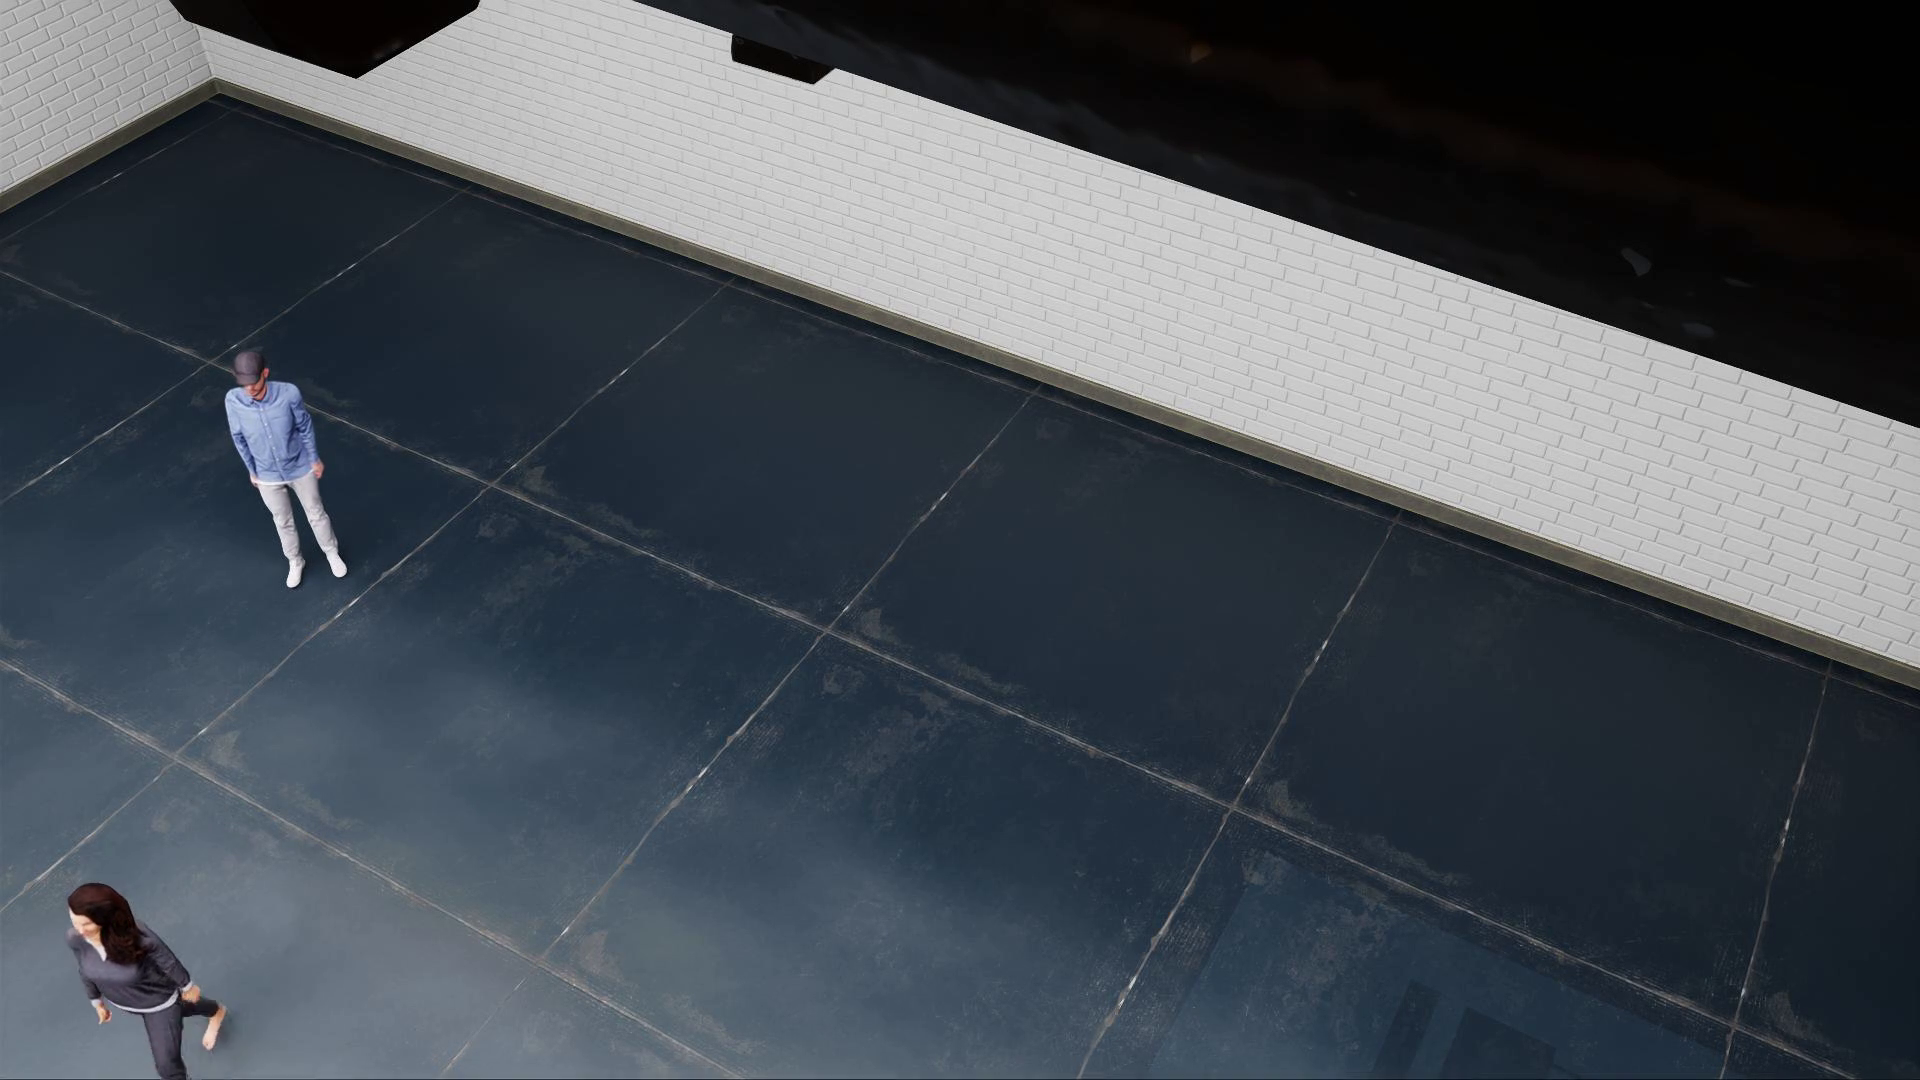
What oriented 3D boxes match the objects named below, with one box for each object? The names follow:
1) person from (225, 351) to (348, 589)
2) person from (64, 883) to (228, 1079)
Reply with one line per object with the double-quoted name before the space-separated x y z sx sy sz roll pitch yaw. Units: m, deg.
"person" -4.554 -0.500 11.181 0.729 1.884 0.799 -12 45 -13
"person" -4.089 2.236 8.427 0.932 1.721 1.225 5 44 5
